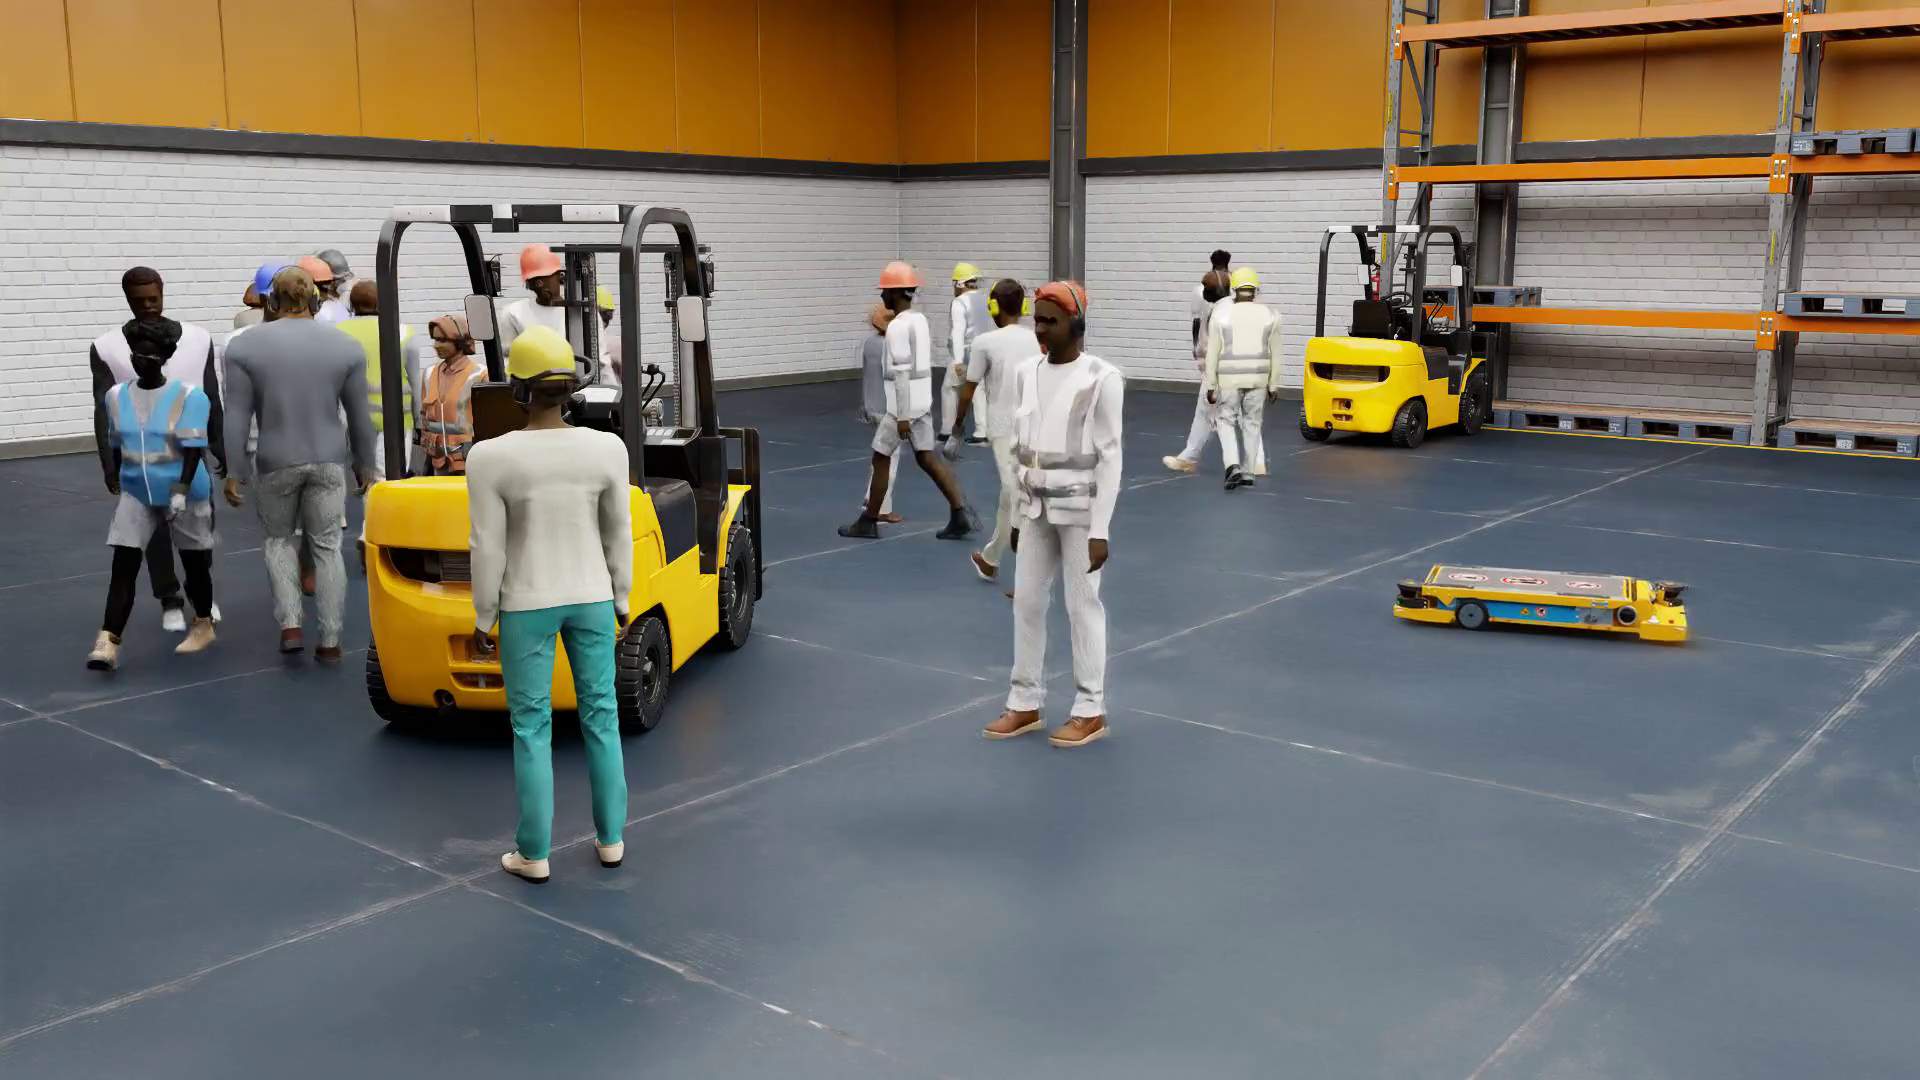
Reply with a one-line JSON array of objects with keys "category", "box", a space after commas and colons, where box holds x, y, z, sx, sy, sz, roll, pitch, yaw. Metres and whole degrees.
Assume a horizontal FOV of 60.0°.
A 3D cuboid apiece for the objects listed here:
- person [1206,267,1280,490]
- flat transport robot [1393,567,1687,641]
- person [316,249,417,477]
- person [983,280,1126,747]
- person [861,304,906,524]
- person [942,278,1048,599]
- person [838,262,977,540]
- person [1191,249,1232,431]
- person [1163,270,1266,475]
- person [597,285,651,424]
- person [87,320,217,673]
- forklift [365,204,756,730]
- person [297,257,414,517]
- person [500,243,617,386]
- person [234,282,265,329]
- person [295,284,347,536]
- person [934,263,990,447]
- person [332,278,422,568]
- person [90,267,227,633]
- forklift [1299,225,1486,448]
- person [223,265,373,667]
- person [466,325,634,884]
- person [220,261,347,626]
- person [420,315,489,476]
[{"category": "person", "box": [2.297, -1.287, 13.475, 0.607, 1.821, 0.565, -1, 10, -3]}, {"category": "flat transport robot", "box": [3.083, 0.316, 8.854, 1.431, 0.197, 0.652, 4, 11, 21]}, {"category": "person", "box": [-4.915, -1.320, 13.014, 1.097, 2.000, 0.686, -1, 10, -8]}, {"category": "person", "box": [0.375, -0.084, 6.670, 0.587, 1.873, 0.483, 10, 14, 44]}, {"category": "person", "box": [-0.517, -0.907, 11.930, 0.340, 1.610, 0.551, -6, 12, -32]}, {"category": "person", "box": [0.238, -0.588, 9.585, 0.551, 1.807, 0.980, -6, 12, -30]}, {"category": "person", "box": [-0.328, -0.923, 11.250, 0.956, 1.902, 0.561, 4, 11, 22]}, {"category": "person", "box": [2.784, -2.158, 17.939, 0.601, 1.944, 0.620, 1, 10, 3]}, {"category": "person", "box": [2.250, -1.432, 14.388, 0.972, 1.784, 0.641, 6, 12, 32]}, {"category": "person", "box": [-2.318, -0.803, 10.997, 0.528, 1.728, 0.876, 5, 11, 24]}, {"category": "person", "box": [-3.806, -0.206, 7.873, 0.534, 1.653, 0.839, 0, 10, 1]}, {"category": "forklift", "box": [-1.766, -0.406, 7.525, 1.214, 2.155, 2.313, 1, 10, 7]}, {"category": "person", "box": [-4.480, -1.105, 12.169, 0.774, 1.915, 0.561, 1, 10, 3]}, {"category": "person", "box": [-2.428, -0.790, 10.148, 0.761, 2.009, 0.627, -2, 10, -12]}, {"category": "person", "box": [-6.703, -1.653, 15.990, 0.500, 1.633, 0.280, 2, 10, 9]}, {"category": "person", "box": [-4.480, -0.910, 11.493, 0.308, 1.772, 0.525, 2, 10, 12]}, {"category": "person", "box": [-0.002, -1.833, 16.498, 0.739, 1.802, 0.614, 7, 12, 34]}, {"category": "person", "box": [-3.686, -0.734, 10.430, 0.612, 1.804, 0.900, 0, 10, 2]}, {"category": "person", "box": [-4.131, -0.457, 8.633, 0.632, 1.896, 0.466, -6, 12, -30]}, {"category": "forklift", "box": [4.449, -2.115, 16.993, 1.214, 2.155, 2.313, 8, 13, 38]}, {"category": "person", "box": [-3.162, -0.346, 7.976, 0.698, 1.913, 0.546, -5, 11, -27]}, {"category": "person", "box": [-1.294, 0.208, 5.299, 0.530, 1.772, 0.303, -6, 12, -30]}, {"category": "person", "box": [-3.638, -0.534, 8.972, 0.620, 1.929, 0.718, -6, 12, -31]}, {"category": "person", "box": [-2.699, -0.395, 9.009, 0.523, 1.636, 0.311, 5, 11, 25]}]
